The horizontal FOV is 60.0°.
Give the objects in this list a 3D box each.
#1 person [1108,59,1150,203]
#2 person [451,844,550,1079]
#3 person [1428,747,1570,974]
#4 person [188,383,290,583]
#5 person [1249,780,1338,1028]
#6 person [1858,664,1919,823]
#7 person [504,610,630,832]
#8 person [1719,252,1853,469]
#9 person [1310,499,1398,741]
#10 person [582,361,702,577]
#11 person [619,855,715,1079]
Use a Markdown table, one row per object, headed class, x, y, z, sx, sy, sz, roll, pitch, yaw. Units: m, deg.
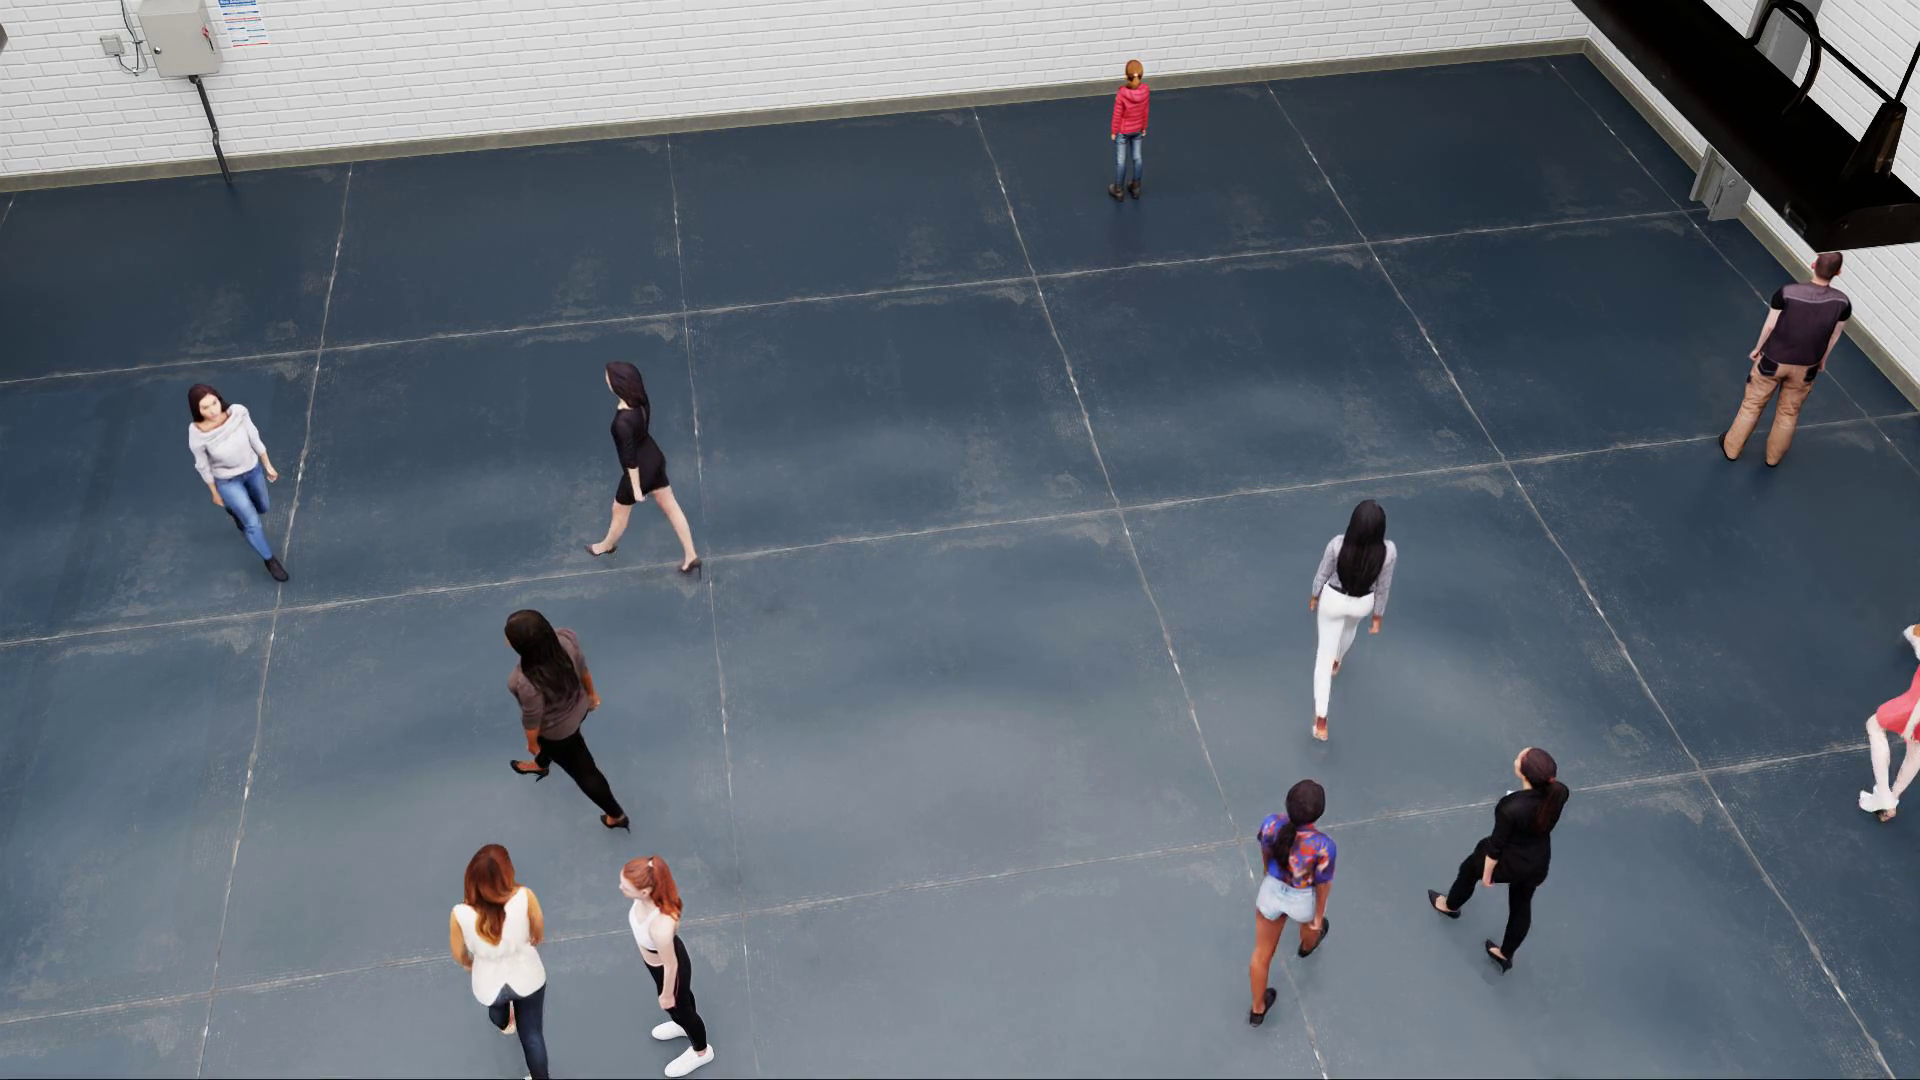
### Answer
| class | x | y | z | sx | sy | sz | roll | pitch | yaw |
| --- | --- | --- | --- | --- | --- | --- | --- | --- | --- |
| person | 1.514 | -3.644 | 14.808 | 0.546 | 1.314 | 0.550 | -17 | 46 | -17 |
| person | -2.225 | 2.265 | 8.301 | 0.663 | 1.734 | 0.994 | -15 | 46 | -15 |
| person | 3.005 | 1.778 | 8.884 | 0.668 | 1.635 | 0.881 | -12 | 45 | -13 |
| person | -4.913 | -0.447 | 11.237 | 1.028 | 1.610 | 0.952 | 29 | 51 | 27 |
| person | 1.664 | 1.939 | 8.659 | 1.009 | 1.711 | 1.096 | 25 | 49 | 24 |
| person | 5.623 | 1.030 | 9.539 | 0.638 | 1.814 | 0.651 | -14 | 45 | -14 |
| person | -2.189 | 1.085 | 9.498 | 1.090 | 1.792 | 1.168 | 16 | 46 | 16 |
| person | 5.976 | -1.313 | 11.978 | 0.770 | 1.842 | 0.759 | 12 | 45 | 12 |
| person | 2.362 | 0.487 | 10.203 | 0.865 | 1.685 | 1.259 | 5 | 44 | 5 |
| person | -2.028 | -0.406 | 11.089 | 1.034 | 1.756 | 1.140 | 12 | 45 | 13 |
| person | -1.484 | 2.143 | 8.423 | 0.685 | 1.742 | 0.504 | -15 | 46 | -15 |
